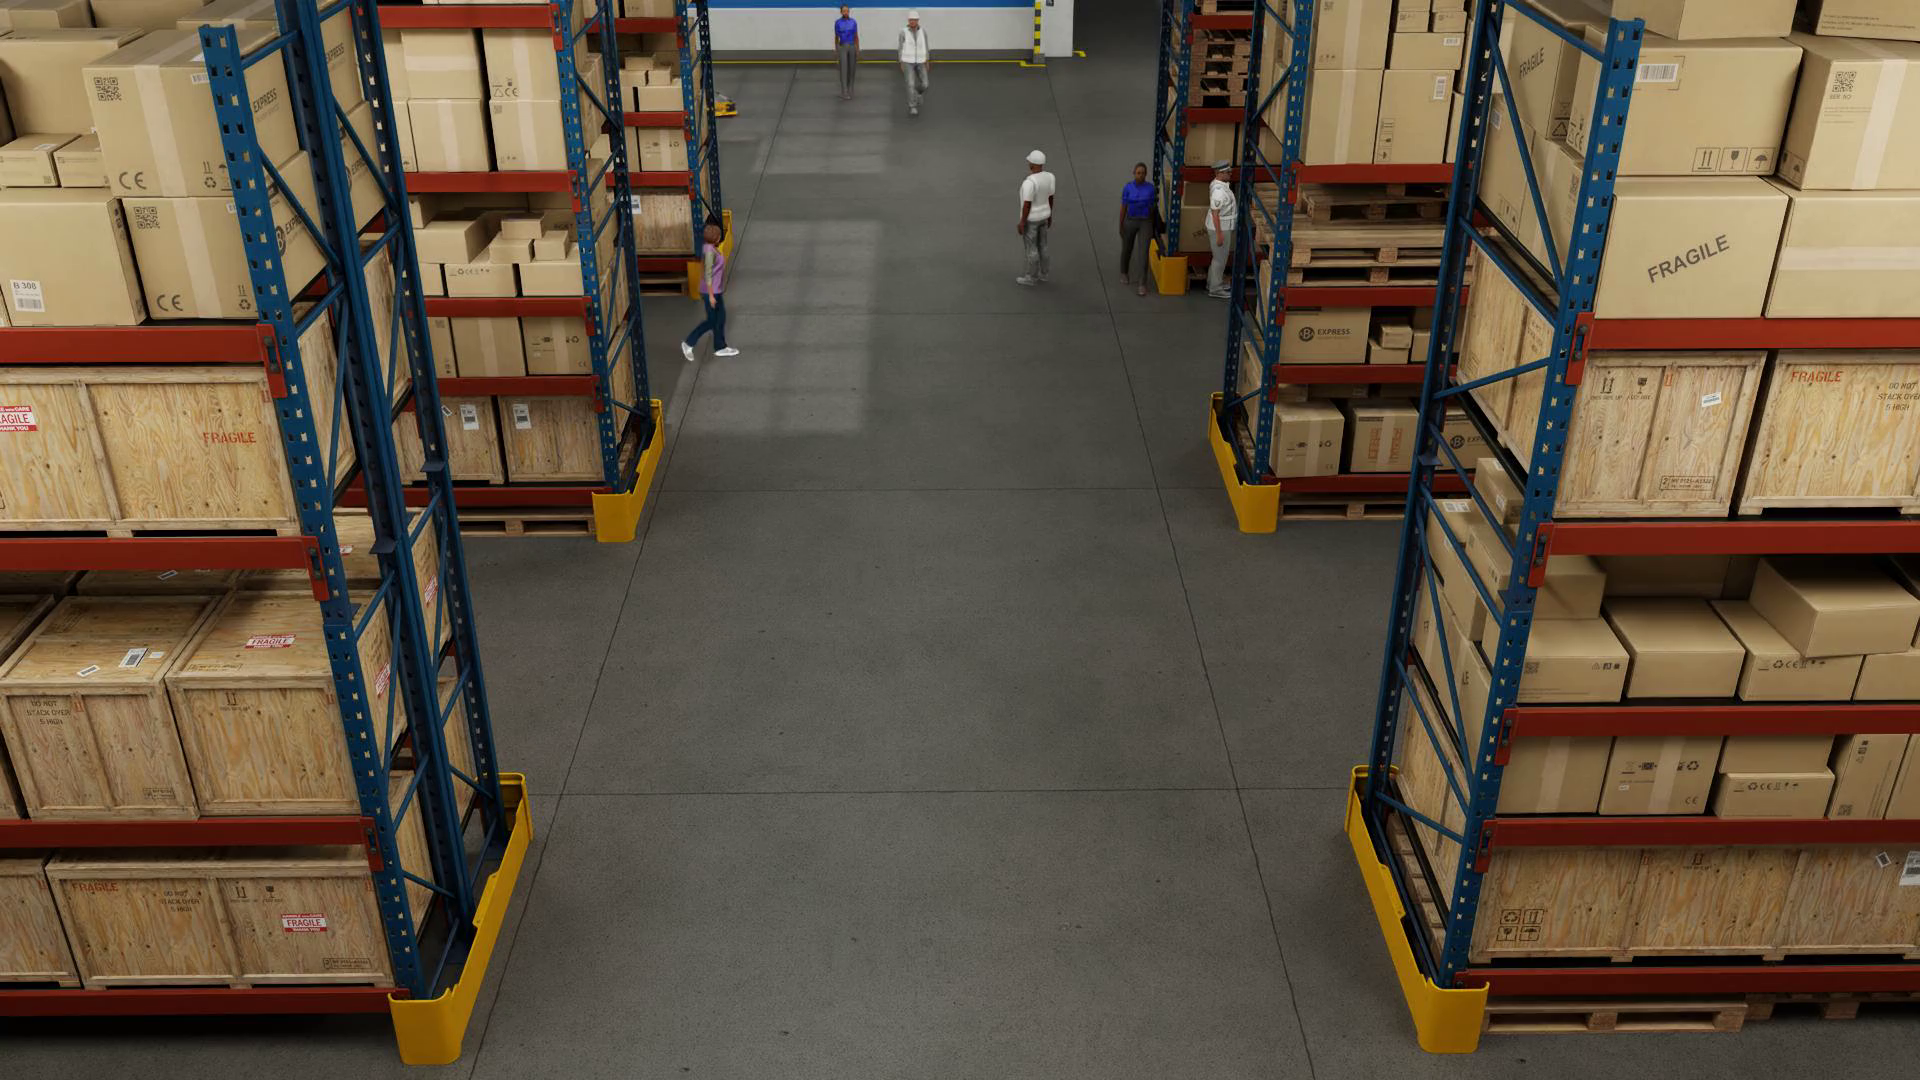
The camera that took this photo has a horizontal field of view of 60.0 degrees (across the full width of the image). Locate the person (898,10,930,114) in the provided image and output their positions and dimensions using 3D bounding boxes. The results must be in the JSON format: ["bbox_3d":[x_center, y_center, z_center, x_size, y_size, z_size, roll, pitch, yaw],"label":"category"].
[{"bbox_3d":[-0.823,-8.573,29.816,0.555,1.769,0.574,-7,29,-12],"label":"person"}]

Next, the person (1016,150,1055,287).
[{"bbox_3d":[0.976,-4.213,21.739,0.360,1.772,0.567,25,37,38],"label":"person"}]

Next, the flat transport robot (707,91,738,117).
[{"bbox_3d":[-4.612,-7.950,30.346,0.659,0.263,1.431,-13,31,-23],"label":"flat transport robot"}]

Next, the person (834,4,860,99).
[{"bbox_3d":[-2.090,-9.121,31.008,0.450,1.655,0.774,-7,29,-13],"label":"person"}]

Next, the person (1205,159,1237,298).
[{"bbox_3d":[3.365,-4.019,21.373,0.418,1.771,0.530,1,28,2],"label":"person"}]

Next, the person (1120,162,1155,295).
[{"bbox_3d":[2.298,-4.069,21.597,0.447,1.658,0.731,0,28,0],"label":"person"}]

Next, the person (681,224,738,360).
[{"bbox_3d":[-2.979,-2.902,19.500,0.653,1.581,0.531,-3,28,-5],"label":"person"}]
